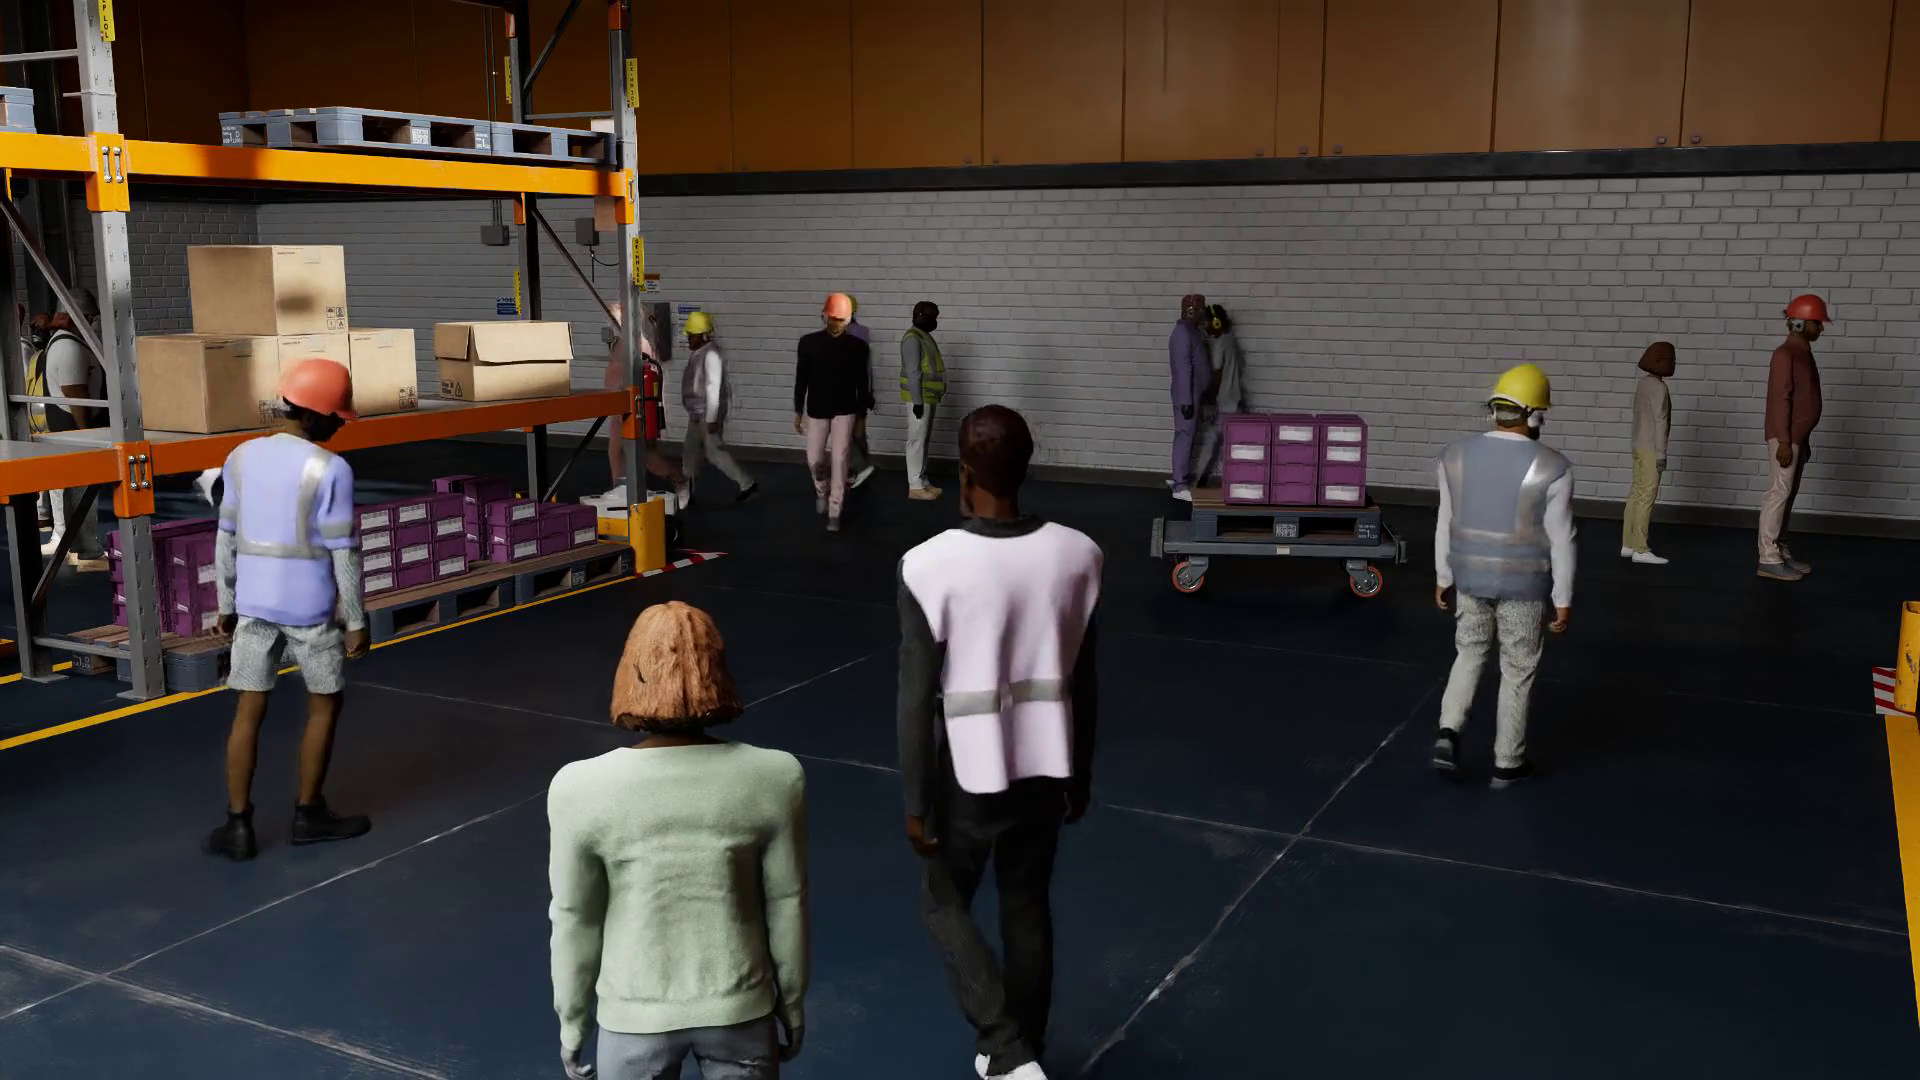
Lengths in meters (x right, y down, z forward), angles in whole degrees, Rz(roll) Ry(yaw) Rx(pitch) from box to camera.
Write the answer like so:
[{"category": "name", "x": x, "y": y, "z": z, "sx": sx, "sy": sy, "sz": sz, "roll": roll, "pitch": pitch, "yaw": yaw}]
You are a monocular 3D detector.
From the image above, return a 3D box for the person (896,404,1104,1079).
[{"category": "person", "x": 0.124, "y": 0.608, "z": 4.274, "sx": 0.595, "sy": 1.905, "sz": 0.504, "roll": -5, "pitch": 11, "yaw": -25}]

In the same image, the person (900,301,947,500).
[{"category": "person", "x": -0.336, "y": -1.302, "z": 15.510, "sx": 0.429, "sy": 1.838, "sz": 0.622, "roll": 2, "pitch": 10, "yaw": 9}]

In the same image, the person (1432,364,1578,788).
[{"category": "person", "x": 2.288, "y": 0.172, "z": 7.009, "sx": 0.622, "sy": 1.819, "sz": 0.510, "roll": 9, "pitch": 13, "yaw": 42}]

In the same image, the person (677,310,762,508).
[{"category": "person", "x": -2.191, "y": -1.155, "z": 14.848, "sx": 0.792, "sy": 1.798, "sz": 0.635, "roll": -4, "pitch": 10, "yaw": -20}]

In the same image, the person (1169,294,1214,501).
[{"category": "person", "x": 2.137, "y": -1.318, "z": 15.396, "sx": 0.408, "sy": 1.905, "sz": 0.653, "roll": 2, "pitch": 10, "yaw": 11}]

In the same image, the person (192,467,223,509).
[{"category": "person", "x": -6.403, "y": -1.201, "z": 14.665, "sx": 0.611, "sy": 1.924, "sz": 0.744, "roll": 5, "pitch": 11, "yaw": 25}]

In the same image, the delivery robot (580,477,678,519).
[{"category": "delivery robot", "x": -2.554, "y": -0.244, "z": 12.812, "sx": 0.707, "sy": 0.478, "sz": 0.477, "roll": -5, "pitch": 11, "yaw": -26}]

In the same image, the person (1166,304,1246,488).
[{"category": "person", "x": 2.438, "y": -1.288, "z": 15.517, "sx": 0.980, "sy": 1.807, "sz": 0.573, "roll": 3, "pitch": 10, "yaw": 17}]

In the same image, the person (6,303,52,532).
[{"category": "person", "x": -7.675, "y": -0.996, "z": 13.595, "sx": 0.344, "sy": 1.882, "sz": 0.584, "roll": -6, "pitch": 12, "yaw": -33}]

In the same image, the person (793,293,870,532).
[{"category": "person", "x": -1.062, "y": -1.080, "z": 13.867, "sx": 0.637, "sy": 1.960, "sz": 0.781, "roll": 0, "pitch": 10, "yaw": 1}]

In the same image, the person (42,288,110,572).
[{"category": "person", "x": -6.297, "y": -0.804, "z": 12.029, "sx": 0.536, "sy": 2.000, "sz": 0.688, "roll": -7, "pitch": 12, "yaw": -34}]

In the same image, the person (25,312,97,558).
[{"category": "person", "x": -6.764, "y": -0.785, "z": 12.498, "sx": 0.633, "sy": 1.841, "sz": 0.429, "roll": 6, "pitch": 11, "yaw": 29}]

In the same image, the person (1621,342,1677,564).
[{"category": "person", "x": 5.113, "y": -0.649, "z": 12.309, "sx": 0.268, "sy": 1.632, "sz": 0.507, "roll": 1, "pitch": 10, "yaw": 4}]

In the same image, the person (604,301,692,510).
[{"category": "person", "x": -2.775, "y": -1.128, "z": 14.405, "sx": 0.762, "sy": 1.874, "sz": 0.667, "roll": -5, "pitch": 11, "yaw": -28}]

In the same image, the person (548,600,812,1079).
[{"category": "person", "x": -0.533, "y": 0.925, "z": 3.229, "sx": 0.497, "sy": 1.626, "sz": 0.288, "roll": -2, "pitch": 10, "yaw": -13}]

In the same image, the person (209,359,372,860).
[{"category": "person", "x": -2.579, "y": 0.265, "z": 6.317, "sx": 0.637, "sy": 1.888, "sz": 0.524, "roll": 2, "pitch": 10, "yaw": 13}]

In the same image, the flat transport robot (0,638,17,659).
[{"category": "flat transport robot", "x": -5.893, "y": 0.634, "z": 8.823, "sx": 0.652, "sy": 0.197, "sz": 1.431, "roll": 5, "pitch": 11, "yaw": 26}]

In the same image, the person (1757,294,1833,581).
[{"category": "person", "x": 5.859, "y": -0.725, "z": 11.707, "sx": 0.379, "sy": 1.994, "sz": 0.611, "roll": 8, "pitch": 12, "yaw": 38}]

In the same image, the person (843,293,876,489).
[{"category": "person", "x": -1.004, "y": -1.439, "z": 16.116, "sx": 0.468, "sy": 1.897, "sz": 0.632, "roll": 5, "pitch": 11, "yaw": 26}]
